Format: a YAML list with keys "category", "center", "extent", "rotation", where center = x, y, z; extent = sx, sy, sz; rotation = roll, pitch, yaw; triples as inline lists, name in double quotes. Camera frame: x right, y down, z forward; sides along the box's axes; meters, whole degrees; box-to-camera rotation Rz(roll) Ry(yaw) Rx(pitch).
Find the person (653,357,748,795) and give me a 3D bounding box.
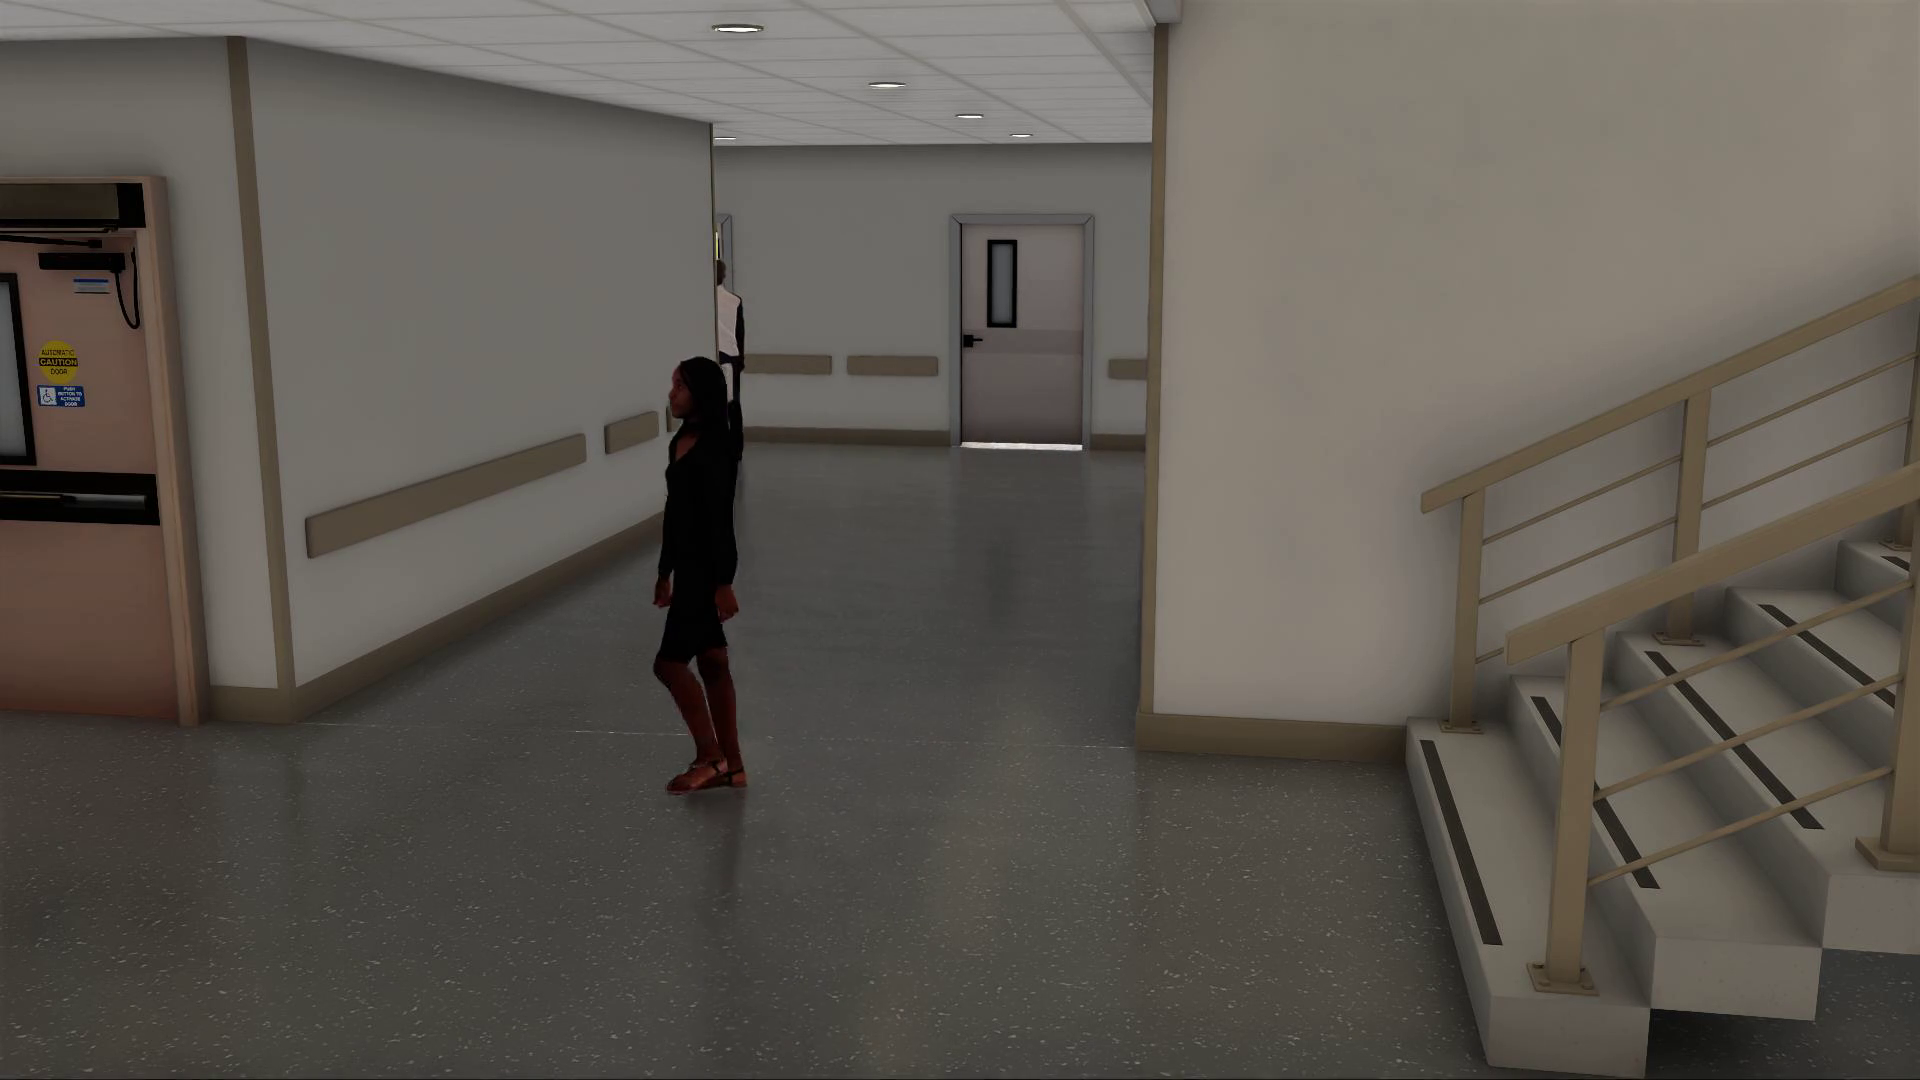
- category: "person"
  center: [-0.918, 0.152, 6.456]
  extent: [0.791, 1.713, 0.753]
  rotation: [-5, 12, -25]
